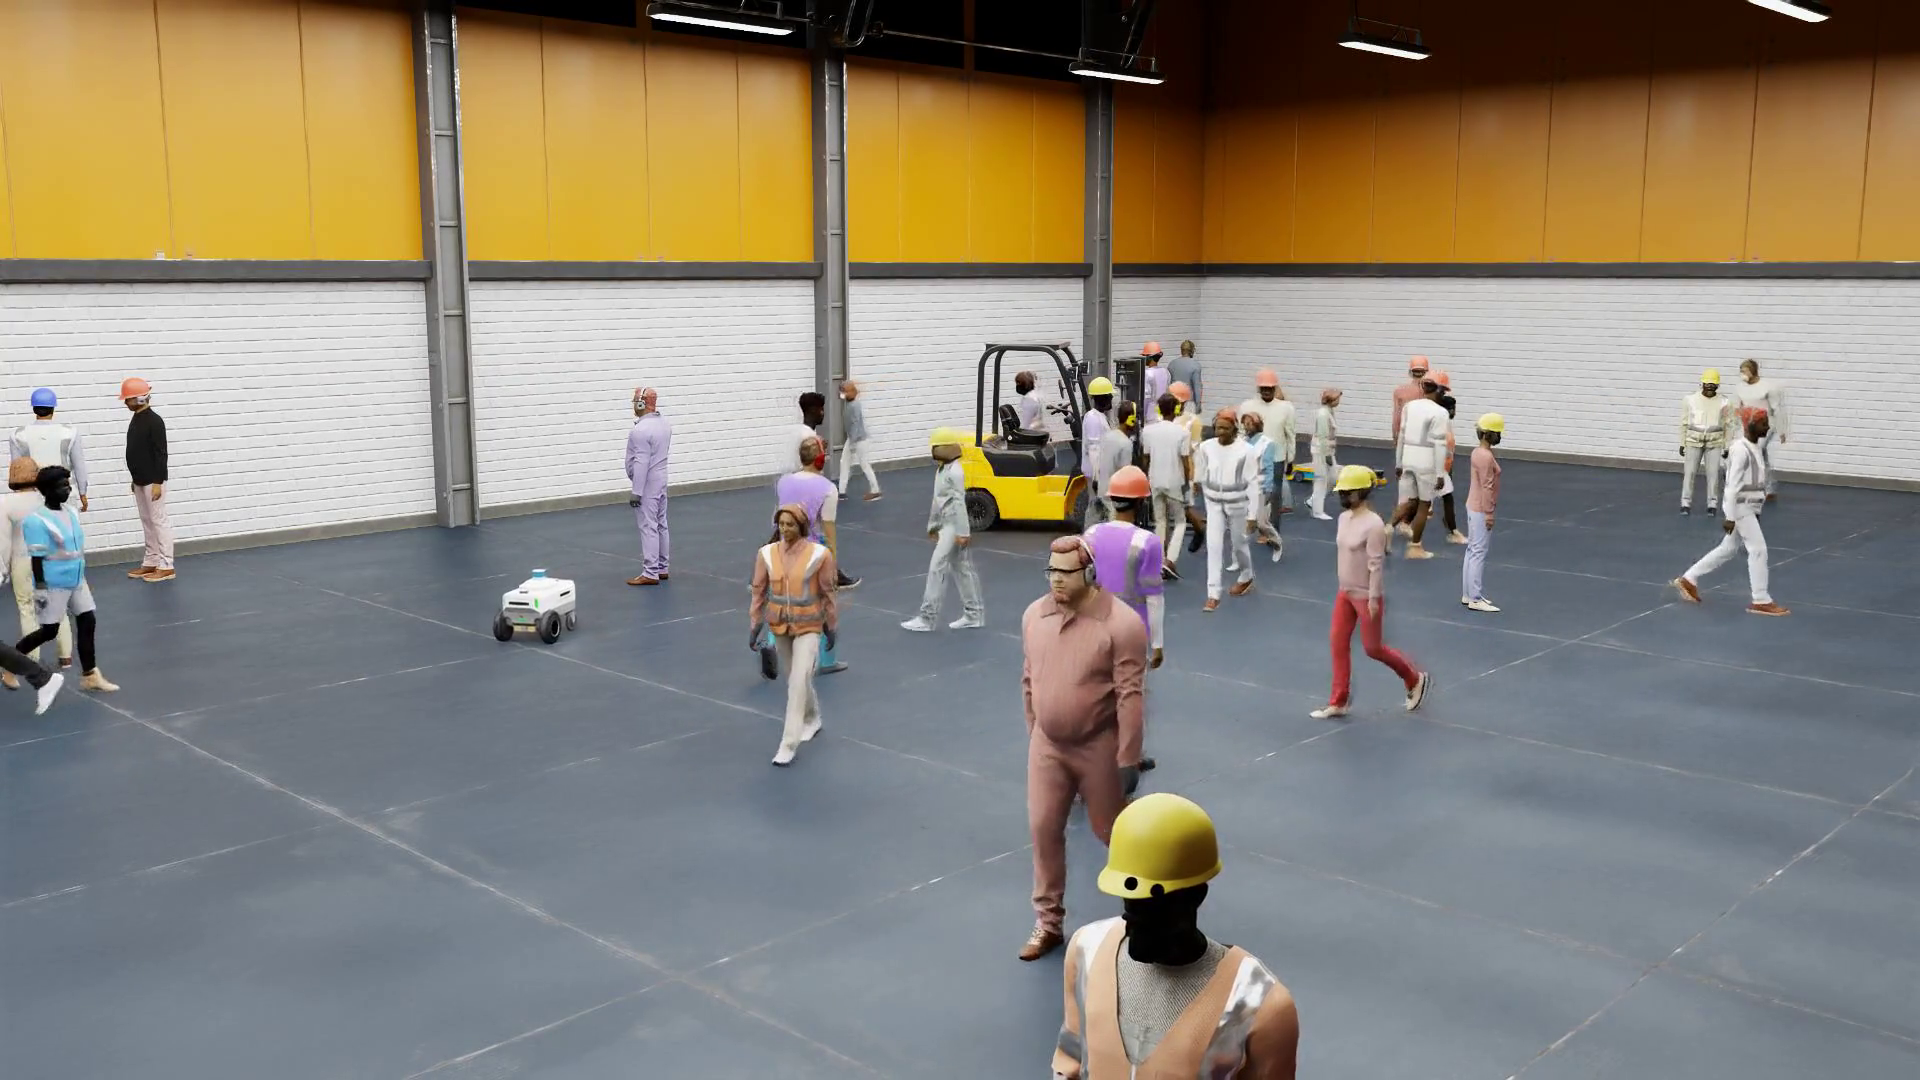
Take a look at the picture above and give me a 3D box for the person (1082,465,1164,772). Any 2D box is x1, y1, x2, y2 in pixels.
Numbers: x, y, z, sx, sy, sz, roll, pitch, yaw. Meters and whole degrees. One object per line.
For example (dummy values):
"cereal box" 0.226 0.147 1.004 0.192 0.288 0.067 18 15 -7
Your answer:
"person" 0.891 0.524 9.648 0.554 1.910 0.886 9 13 43

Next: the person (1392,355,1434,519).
"person" 5.555 -1.247 20.202 0.609 1.997 0.375 3 10 16

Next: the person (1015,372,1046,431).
"person" 0.866 -1.188 20.533 0.957 1.788 0.608 0 9 1

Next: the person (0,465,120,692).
"person" -6.459 0.288 11.802 0.746 1.668 0.538 1 9 6

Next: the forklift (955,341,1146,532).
"forklift" 0.977 -1.223 19.452 2.313 2.155 1.214 2 9 11

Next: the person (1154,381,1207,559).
"person" 2.282 -0.708 17.212 0.555 1.908 0.829 7 11 35

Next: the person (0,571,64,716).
"person" -6.510 0.315 11.027 0.843 1.879 0.624 -5 10 -28

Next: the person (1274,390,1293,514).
"person" 3.931 -1.135 20.729 0.612 1.595 0.512 8 12 39

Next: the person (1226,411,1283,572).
"person" 2.988 -0.504 16.793 0.518 1.620 0.689 8 13 42

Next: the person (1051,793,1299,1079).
"person" 0.441 1.486 3.660 0.587 1.927 0.363 7 12 37

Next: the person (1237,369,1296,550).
"person" 3.311 -0.875 18.080 0.620 1.942 1.012 3 10 17

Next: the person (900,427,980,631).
"person" -0.189 -0.084 13.916 0.814 1.706 0.514 -2 10 -13

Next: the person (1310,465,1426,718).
"person" 2.784 0.353 11.218 0.755 1.741 0.526 -3 10 -16

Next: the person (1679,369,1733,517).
"person" 9.151 -1.193 20.426 0.597 1.824 0.403 4 10 23

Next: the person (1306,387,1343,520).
"person" 4.409 -1.039 20.057 0.359 1.621 0.540 5 10 27

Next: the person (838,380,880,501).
"person" -1.398 -1.284 21.642 0.804 1.594 0.521 -4 10 -24

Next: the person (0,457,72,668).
"person" -6.973 0.186 12.527 0.282 1.631 0.503 9 13 43

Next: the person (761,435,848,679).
"person" -1.143 0.138 12.249 0.579 1.820 0.744 7 11 36

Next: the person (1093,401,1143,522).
"person" 1.397 -0.357 15.215 0.540 1.839 0.566 -3 10 -18

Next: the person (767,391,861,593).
"person" -1.483 -0.440 15.555 1.058 1.905 0.614 -5 10 -26

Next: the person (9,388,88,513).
"person" -8.379 -0.428 15.329 0.618 1.945 0.395 -4 10 -24

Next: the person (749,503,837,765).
"person" -1.043 0.553 10.409 0.528 1.588 0.883 3 10 18

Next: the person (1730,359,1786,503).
"person" 10.242 -1.390 21.466 0.974 1.866 0.642 -4 10 -22

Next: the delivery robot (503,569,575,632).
"delivery robot" -3.463 0.486 13.704 0.477 0.478 0.707 2 10 13

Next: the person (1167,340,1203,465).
"person" 3.486 -2.128 25.789 0.635 1.936 0.350 9 13 44

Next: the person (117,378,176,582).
"person" -7.933 -0.589 16.207 0.610 1.985 0.392 8 12 42

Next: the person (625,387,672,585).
"person" -3.017 -0.520 16.025 0.409 1.909 0.643 2 9 11

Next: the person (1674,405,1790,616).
"person" 6.876 -0.280 14.748 0.948 1.848 0.586 6 11 34

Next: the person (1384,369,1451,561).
"person" 4.740 -0.760 17.200 0.670 2.004 0.660 -4 10 -25

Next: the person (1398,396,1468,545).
"person" 5.283 -0.787 18.464 0.881 1.648 0.535 5 11 29

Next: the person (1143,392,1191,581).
"person" 2.000 -0.508 16.138 0.510 1.853 0.382 4 10 22

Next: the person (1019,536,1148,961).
"person" 0.577 0.886 7.503 0.653 1.877 0.853 6 11 32

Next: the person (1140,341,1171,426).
"person" 2.621 -1.693 22.800 0.372 2.044 0.607 8 12 39

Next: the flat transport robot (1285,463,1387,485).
"flat transport robot" 5.255 -0.934 23.566 0.652 0.197 1.431 -8 12 -40

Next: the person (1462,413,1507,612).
"person" 4.671 -0.252 14.815 0.312 1.768 0.524 1 9 6

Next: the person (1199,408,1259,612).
"person" 2.467 -0.307 15.041 0.587 1.822 1.020 5 10 28

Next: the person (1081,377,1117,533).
"person" 1.427 -0.710 17.113 0.353 1.930 0.594 2 9 9
